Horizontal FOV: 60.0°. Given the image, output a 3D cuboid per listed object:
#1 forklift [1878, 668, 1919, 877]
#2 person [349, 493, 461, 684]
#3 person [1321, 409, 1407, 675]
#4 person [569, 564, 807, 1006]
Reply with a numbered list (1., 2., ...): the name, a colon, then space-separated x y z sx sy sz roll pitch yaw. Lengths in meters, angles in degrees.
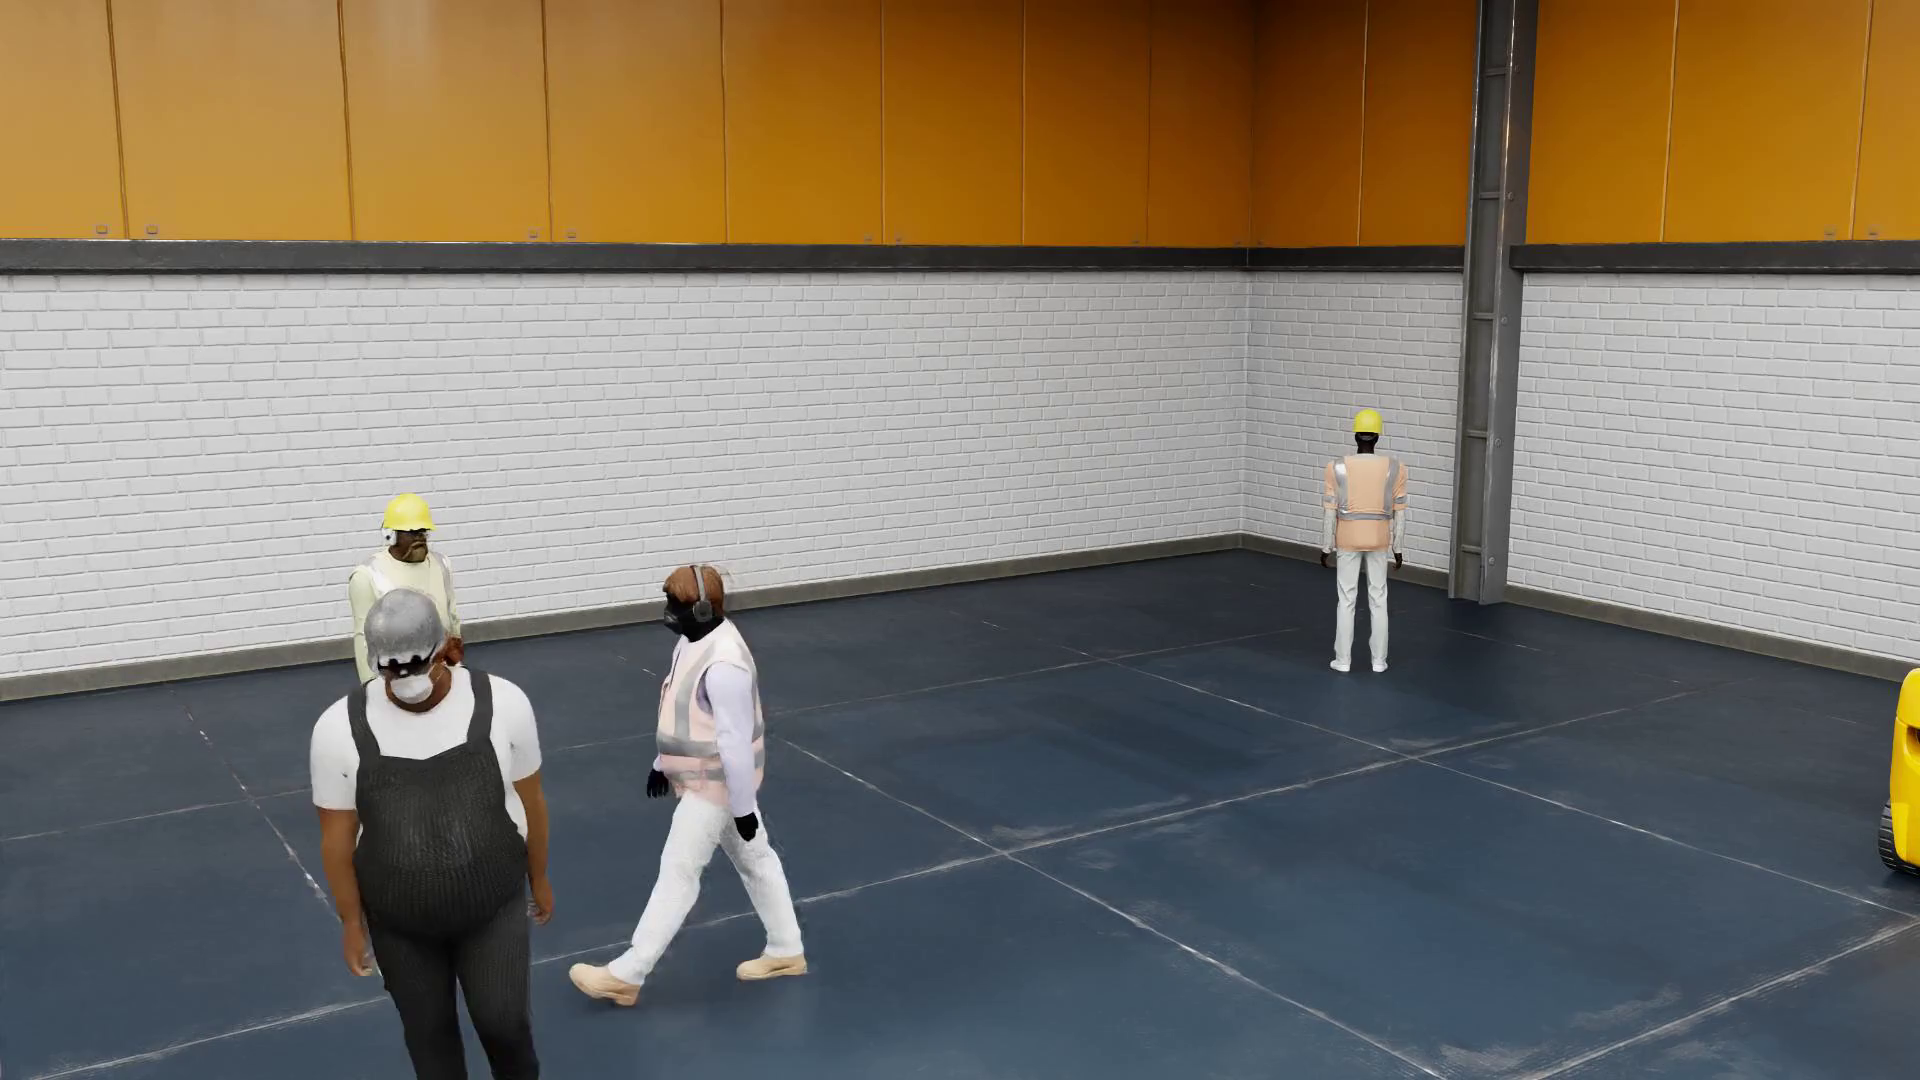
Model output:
1. forklift: 5.511 0.571 7.906 2.313 2.155 1.214 -6 11 -33
2. person: -2.780 0.665 8.451 0.403 1.825 0.593 7 12 36
3. person: 2.913 0.017 12.047 0.595 1.925 0.375 1 9 5
4. person: -1.078 0.976 6.710 0.994 1.778 0.625 -2 10 -13
